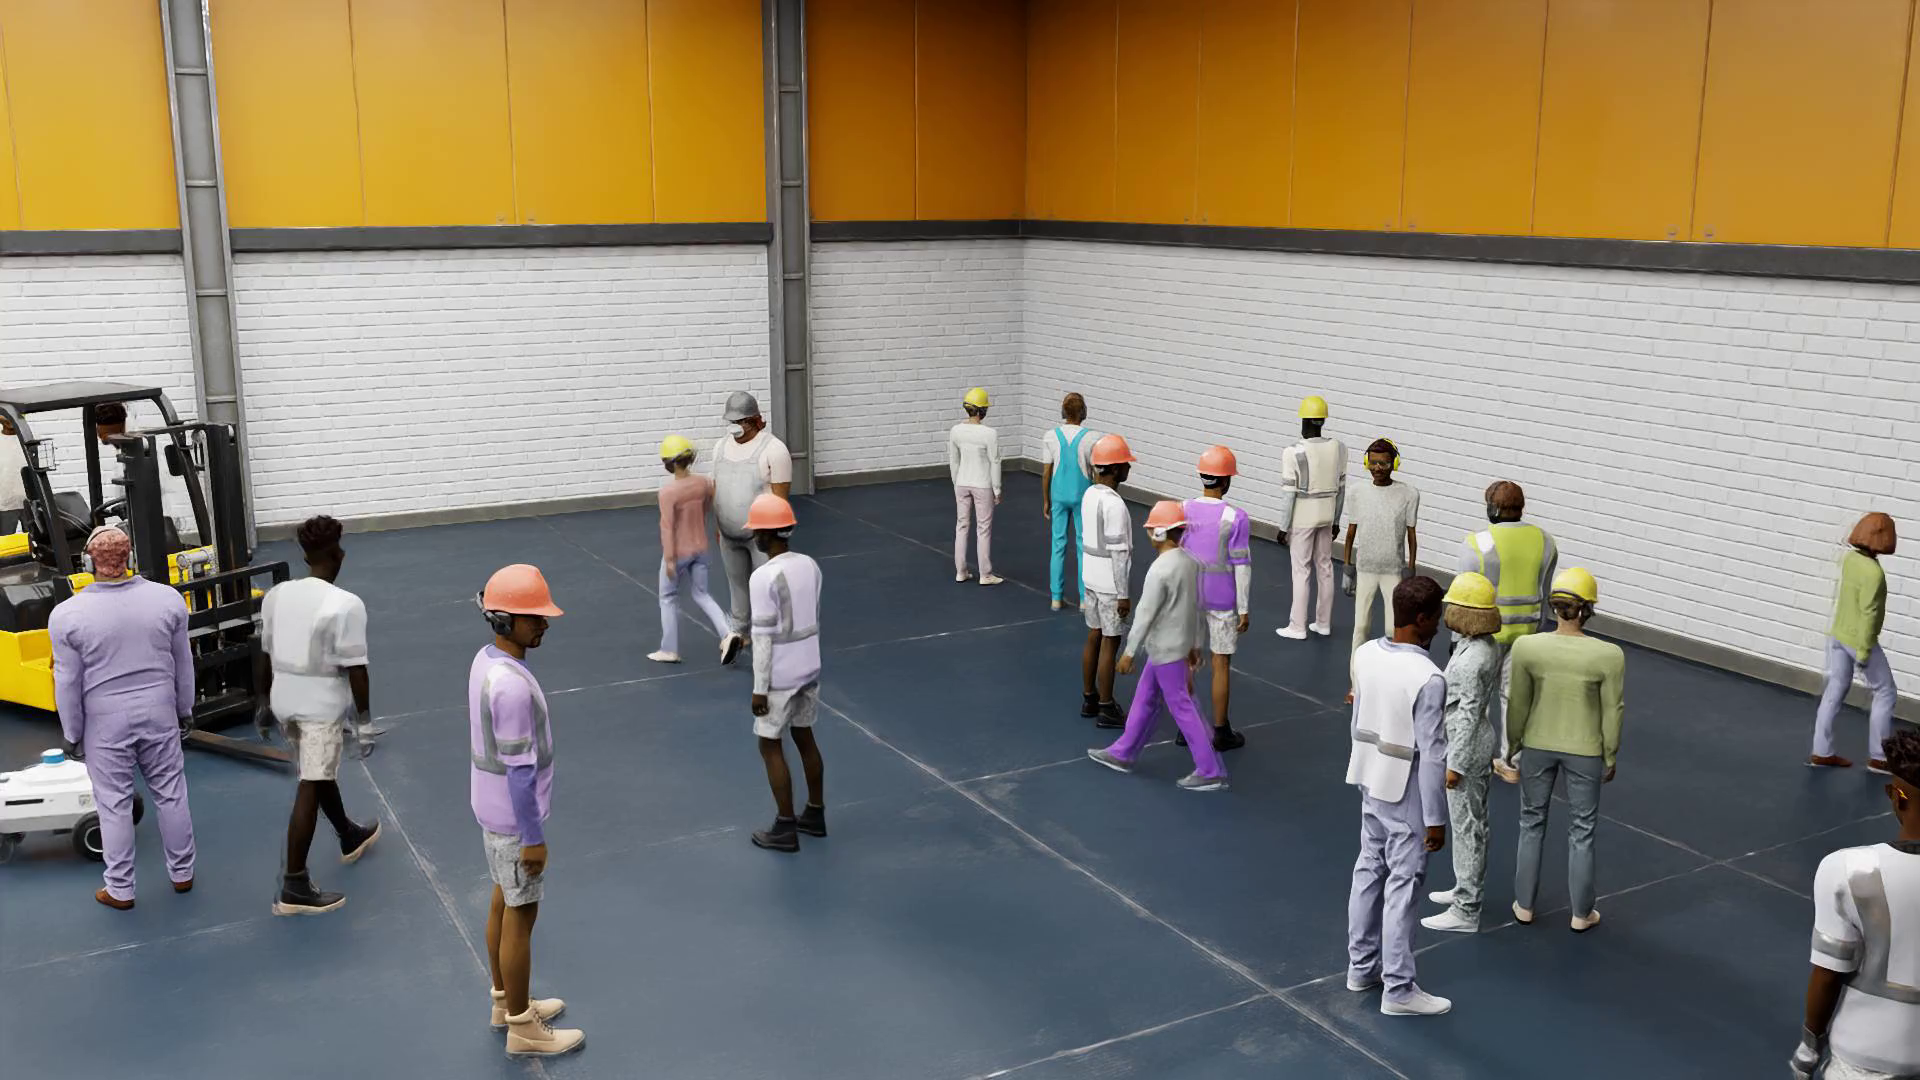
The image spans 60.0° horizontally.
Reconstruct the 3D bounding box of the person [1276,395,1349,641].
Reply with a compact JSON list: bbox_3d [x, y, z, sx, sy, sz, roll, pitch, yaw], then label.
[{"bbox_3d":[2.740,-0.168,13.017,0.587,1.928,0.363,-6,13,-24],"label":"person"}]

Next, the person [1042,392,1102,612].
[{"bbox_3d":[0.942,-0.313,13.896,0.517,1.842,0.325,3,13,16],"label":"person"}]

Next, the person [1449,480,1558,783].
[{"bbox_3d":[3.192,0.555,9.868,0.631,1.832,0.429,-3,12,-14],"label":"person"}]

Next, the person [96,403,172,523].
[{"bbox_3d":[-6.363,-0.133,12.900,0.819,1.901,0.629,-6,13,-25],"label":"person"}]

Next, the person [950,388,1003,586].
[{"bbox_3d":[0.147,-0.471,14.820,0.525,1.769,0.308,8,14,33],"label":"person"}]

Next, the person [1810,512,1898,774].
[{"bbox_3d":[5.544,0.626,10.050,0.658,1.609,0.505,1,12,5],"label":"person"}]

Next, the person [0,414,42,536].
[{"bbox_3d":[-7.681,-0.256,13.564,0.327,1.874,0.518,10,16,40],"label":"person"}]

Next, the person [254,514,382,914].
[{"bbox_3d":[-3.193,0.829,8.388,0.725,1.895,0.985,6,13,26],"label":"person"}]

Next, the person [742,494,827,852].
[{"bbox_3d":[-0.968,0.706,8.982,0.457,1.915,0.557,6,13,27],"label":"person"}]

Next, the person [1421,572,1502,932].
[{"bbox_3d":[2.400,1.006,7.945,0.299,1.745,0.483,6,13,24],"label":"person"}]

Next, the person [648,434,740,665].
[{"bbox_3d":[-1.986,0.086,12.252,0.718,1.736,0.517,9,15,36],"label":"person"}]

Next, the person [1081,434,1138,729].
[{"bbox_3d":[0.984,0.271,10.925,0.351,1.942,0.545,-4,13,-18],"label":"person"}]

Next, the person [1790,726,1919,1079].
[{"bbox_3d":[2.849,1.517,5.044,0.602,1.959,0.368,2,12,7],"label":"person"}]

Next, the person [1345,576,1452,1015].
[{"bbox_3d":[1.880,1.090,7.152,0.392,1.914,0.589,-4,13,-20],"label":"person"}]

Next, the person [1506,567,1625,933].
[{"bbox_3d":[2.875,1.000,7.946,0.525,1.759,0.337,6,14,27],"label":"person"}]

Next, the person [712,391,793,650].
[{"bbox_3d":[-1.618,-0.130,12.573,0.683,2.000,0.538,6,13,26],"label":"person"}]

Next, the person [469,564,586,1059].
[{"bbox_3d":[-1.793,1.099,6.815,0.394,2.040,0.608,-5,13,-23],"label":"person"}]

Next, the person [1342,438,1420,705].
[{"bbox_3d":[2.862,0.225,11.340,0.505,1.864,0.331,5,13,23],"label":"person"}]

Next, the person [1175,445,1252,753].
[{"bbox_3d":[1.584,0.366,10.491,0.551,1.935,0.375,8,15,34],"label":"person"}]

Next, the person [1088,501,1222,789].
[{"bbox_3d":[1.190,0.618,9.864,0.886,1.700,0.562,5,13,22],"label":"person"}]

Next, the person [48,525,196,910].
[{"bbox_3d":[-4.109,0.870,8.202,0.642,1.909,0.410,-11,16,-42],"label":"person"}]

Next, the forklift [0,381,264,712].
[{"bbox_3d":[-5.853,0.085,11.199,2.313,2.155,1.214,7,14,28],"label":"forklift"}]

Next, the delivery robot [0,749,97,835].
[{"bbox_3d":[-4.810,1.357,8.865,0.707,0.478,0.477,-3,12,-16],"label":"delivery robot"}]
